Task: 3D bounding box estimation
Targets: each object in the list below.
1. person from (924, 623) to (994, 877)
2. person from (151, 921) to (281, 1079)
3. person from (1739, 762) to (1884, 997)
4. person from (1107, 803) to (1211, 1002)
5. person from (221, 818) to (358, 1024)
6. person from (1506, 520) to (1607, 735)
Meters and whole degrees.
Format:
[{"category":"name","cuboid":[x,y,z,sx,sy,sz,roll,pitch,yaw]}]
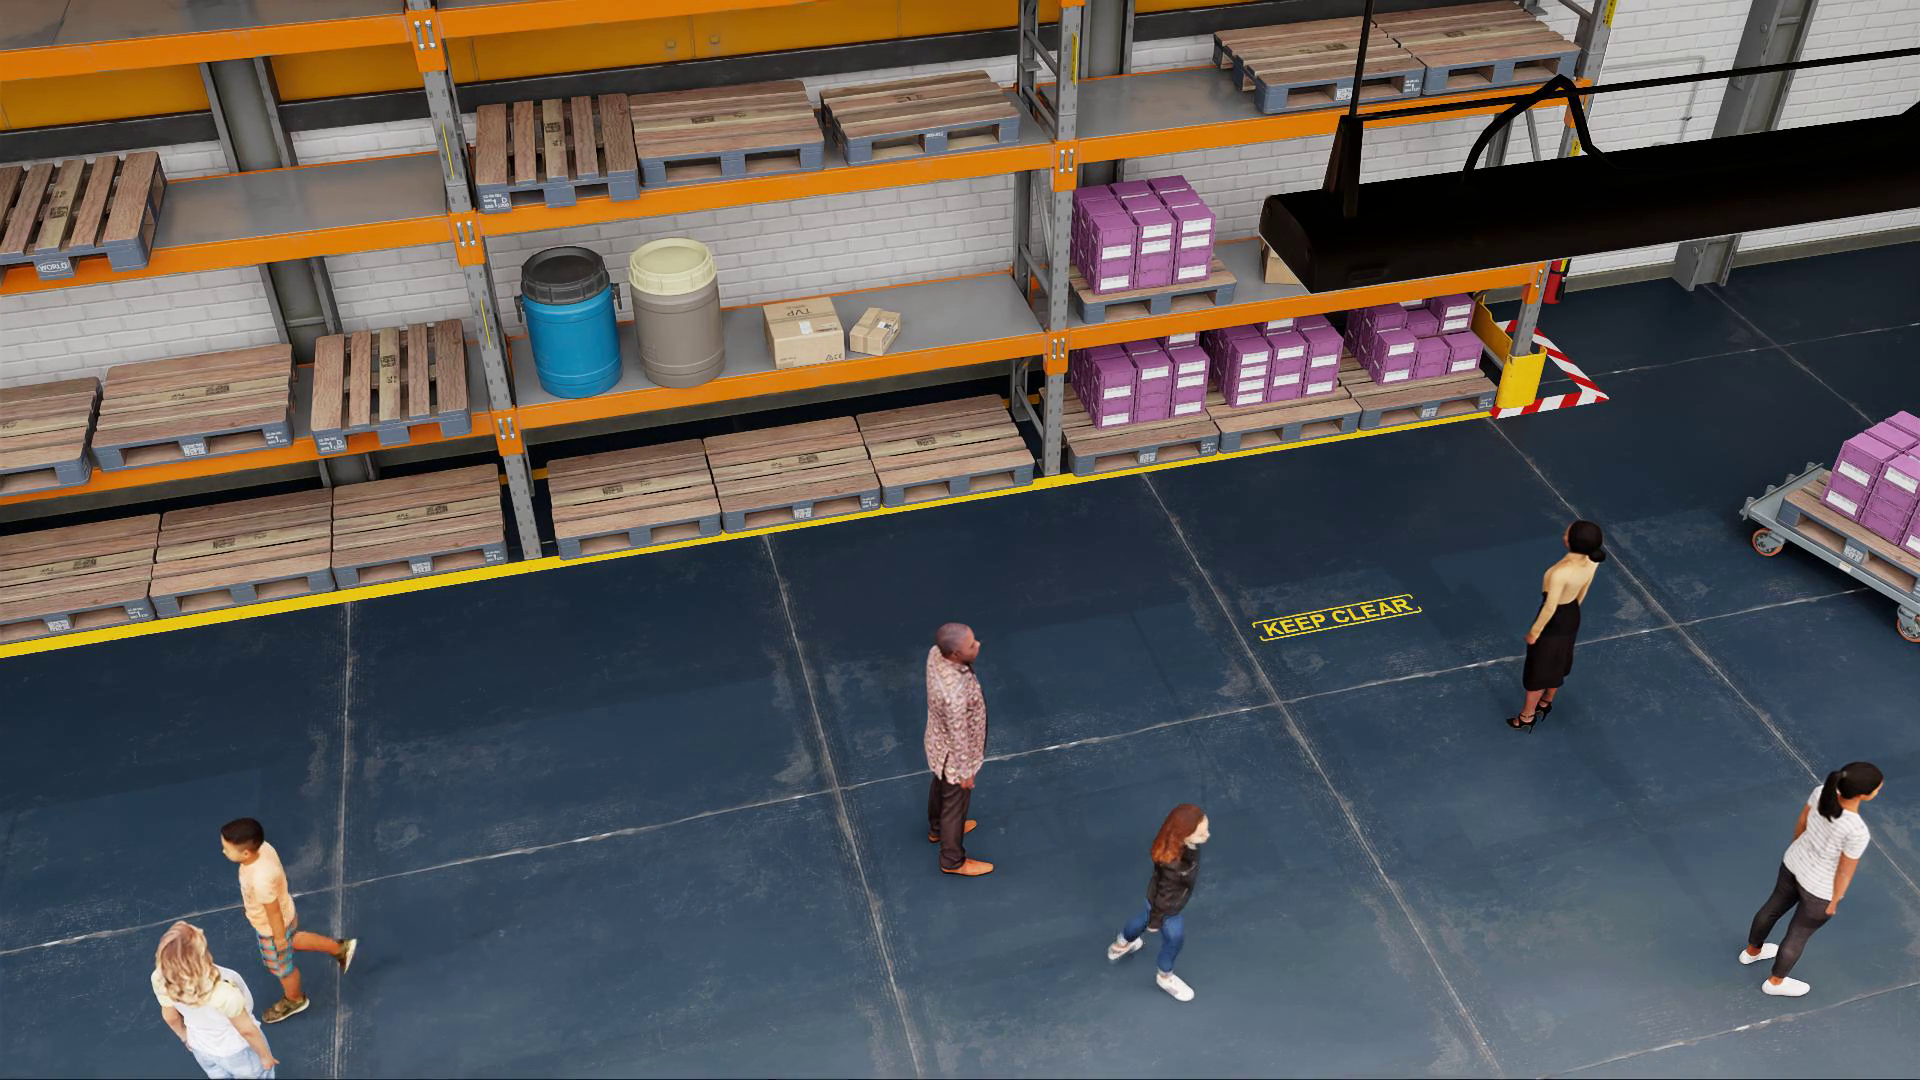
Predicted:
[{"category":"person","cuboid":[-0.045,1.170,9.492,0.573,1.808,0.688,-8,39,-10]},{"category":"person","cuboid":[-3.520,2.429,7.985,0.648,1.722,0.772,8,39,10]},{"category":"person","cuboid":[4.546,1.780,8.858,0.534,1.646,0.579,-6,39,-7]},{"category":"person","cuboid":[1.063,1.877,8.888,0.861,1.458,0.763,7,39,9]},{"category":"person","cuboid":[-3.563,1.963,8.786,0.853,1.449,0.647,-19,42,-23]},{"category":"person","cuboid":[3.728,0.538,10.407,0.583,1.653,0.698,-25,45,-28]}]
